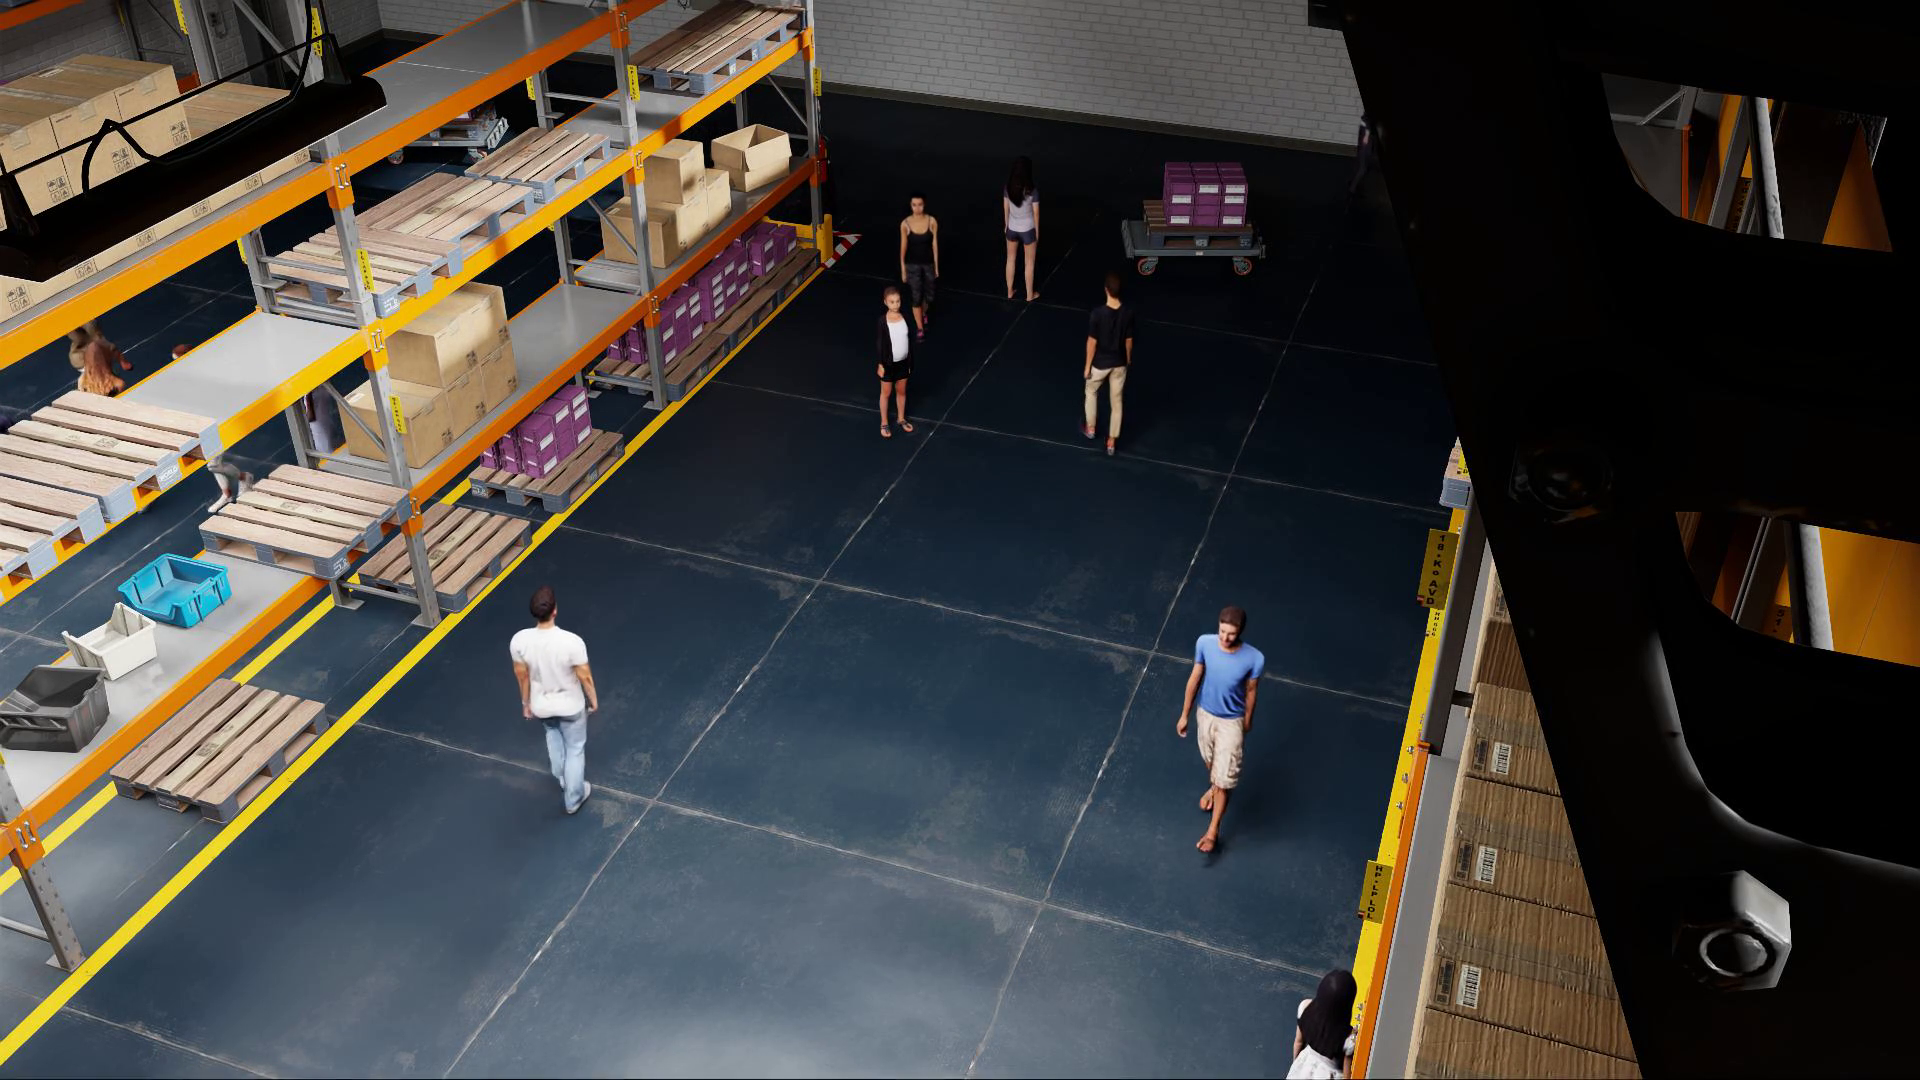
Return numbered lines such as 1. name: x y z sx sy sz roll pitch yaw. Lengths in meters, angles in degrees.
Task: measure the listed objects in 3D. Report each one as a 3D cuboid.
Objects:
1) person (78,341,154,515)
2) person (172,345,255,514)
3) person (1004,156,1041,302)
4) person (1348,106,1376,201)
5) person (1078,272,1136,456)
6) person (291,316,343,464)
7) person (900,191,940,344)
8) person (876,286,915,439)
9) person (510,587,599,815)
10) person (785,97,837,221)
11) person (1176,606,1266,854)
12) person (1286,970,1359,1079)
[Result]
1. person: -7.652 -0.960 15.023 0.645 1.710 0.661 1 34 1
2. person: -6.772 -1.056 15.174 0.705 1.701 0.787 20 38 27
3. person: 0.693 -3.548 18.920 0.613 1.706 0.556 15 37 22
4. person: 5.269 -5.255 21.432 0.689 1.768 0.522 9 35 13
5. person: 1.456 -1.645 15.935 0.914 1.840 1.000 -8 34 -12
6. person: -5.922 -1.243 15.403 0.903 1.759 0.718 -11 35 -17
7. person: -0.440 -3.002 18.085 0.711 1.720 0.773 -4 34 -7
8. person: -0.652 -1.781 16.396 0.640 1.556 0.701 -15 37 -22
9. person: -2.855 1.179 11.682 0.765 1.844 0.821 4 34 6
10. person: -1.906 -4.751 20.826 0.857 1.599 0.903 -2 34 -4
11. person: 1.860 1.175 11.695 0.789 1.838 1.095 19 38 26
12. person: 1.952 2.996 9.017 0.801 1.769 0.776 -25 41 -32
